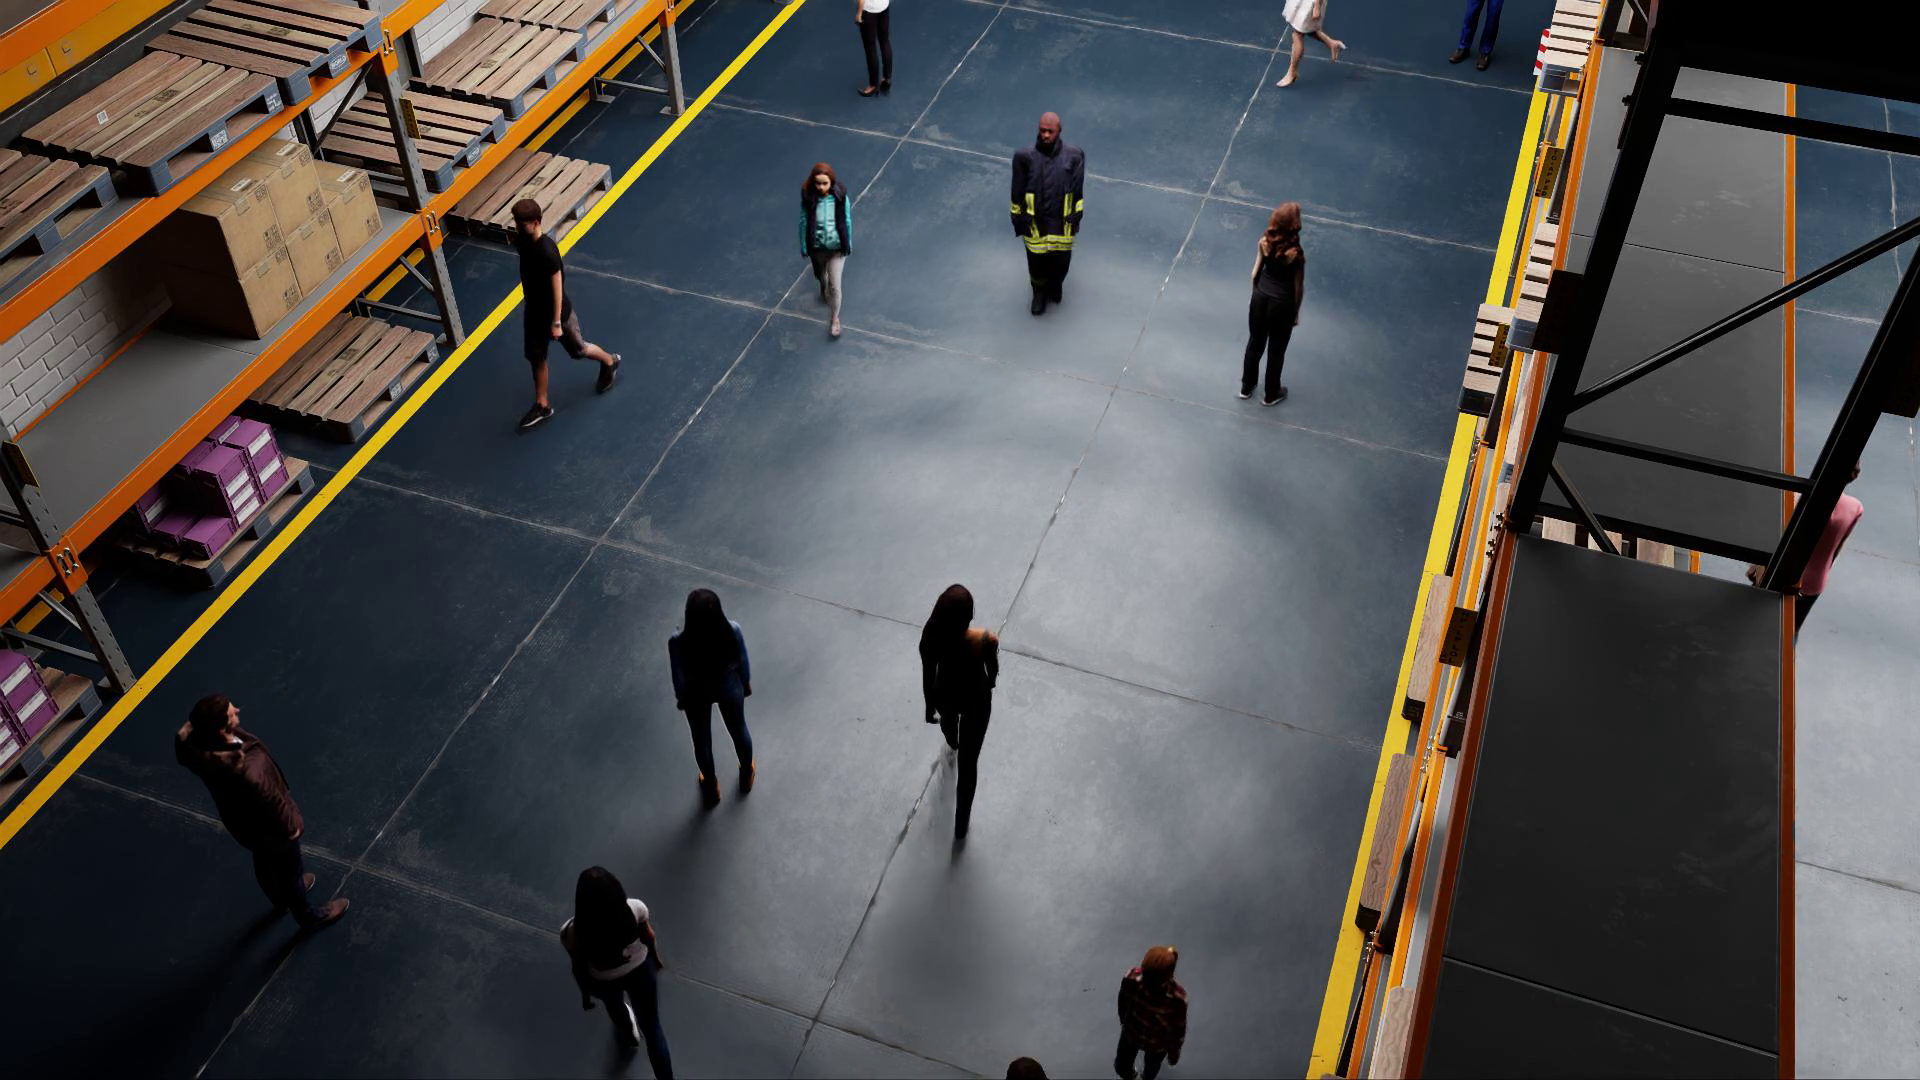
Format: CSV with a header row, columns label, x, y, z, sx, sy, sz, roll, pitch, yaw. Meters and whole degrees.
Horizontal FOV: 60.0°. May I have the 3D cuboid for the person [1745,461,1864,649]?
label,x,y,z,sx,sy,sz,roll,pitch,yaw
person,5.183,0.221,10.358,0.676,1.958,0.623,5,44,5

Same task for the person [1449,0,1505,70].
label,x,y,z,sx,sy,sz,roll,pitch,yaw
person,5.312,-5.659,16.579,0.714,1.892,0.683,22,48,22

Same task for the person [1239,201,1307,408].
label,x,y,z,sx,sy,sz,roll,pitch,yaw
person,2.375,-1.793,12.626,0.629,1.746,0.597,26,50,25

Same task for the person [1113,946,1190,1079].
label,x,y,z,sx,sy,sz,roll,pitch,yaw
person,0.993,2.451,8.496,0.539,1.298,0.536,17,46,17

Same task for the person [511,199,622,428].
label,x,y,z,sx,sy,sz,roll,pitch,yaw
person,-3.010,-1.764,12.531,0.907,1.836,1.287,27,50,26

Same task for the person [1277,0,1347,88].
label,x,y,z,sx,sy,sz,roll,pitch,yaw
person,3.488,-5.254,16.252,0.991,1.756,0.990,-11,45,-11

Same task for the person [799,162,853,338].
label,x,y,z,sx,sy,sz,roll,pitch,yaw
person,-1.083,-2.434,13.492,0.820,1.479,1.031,-3,44,-3

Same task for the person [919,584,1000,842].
label,x,y,z,sx,sy,sz,roll,pitch,yaw
person,0.012,1.036,9.680,0.875,1.713,1.248,1,44,1

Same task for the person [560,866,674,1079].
label,x,y,z,sx,sy,sz,roll,pitch,yaw
person,-1.672,2.271,8.361,1.058,1.745,1.139,-16,46,-16

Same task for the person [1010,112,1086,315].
label,x,y,z,sx,sy,sz,roll,pitch,yaw
person,0.716,-2.702,13.534,0.845,1.810,0.909,3,44,3

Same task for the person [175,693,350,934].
label,x,y,z,sx,sy,sz,roll,pitch,yaw
person,-3.842,1.496,9.101,0.837,1.848,0.798,28,50,26

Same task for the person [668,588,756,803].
label,x,y,z,sx,sy,sz,roll,pitch,yaw
person,-1.456,0.906,9.818,0.682,1.711,0.714,-13,45,-13

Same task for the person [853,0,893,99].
label,x,y,z,sx,sy,sz,roll,pitch,yaw
person,-0.824,-5.148,16.111,0.706,1.796,0.520,24,48,23
